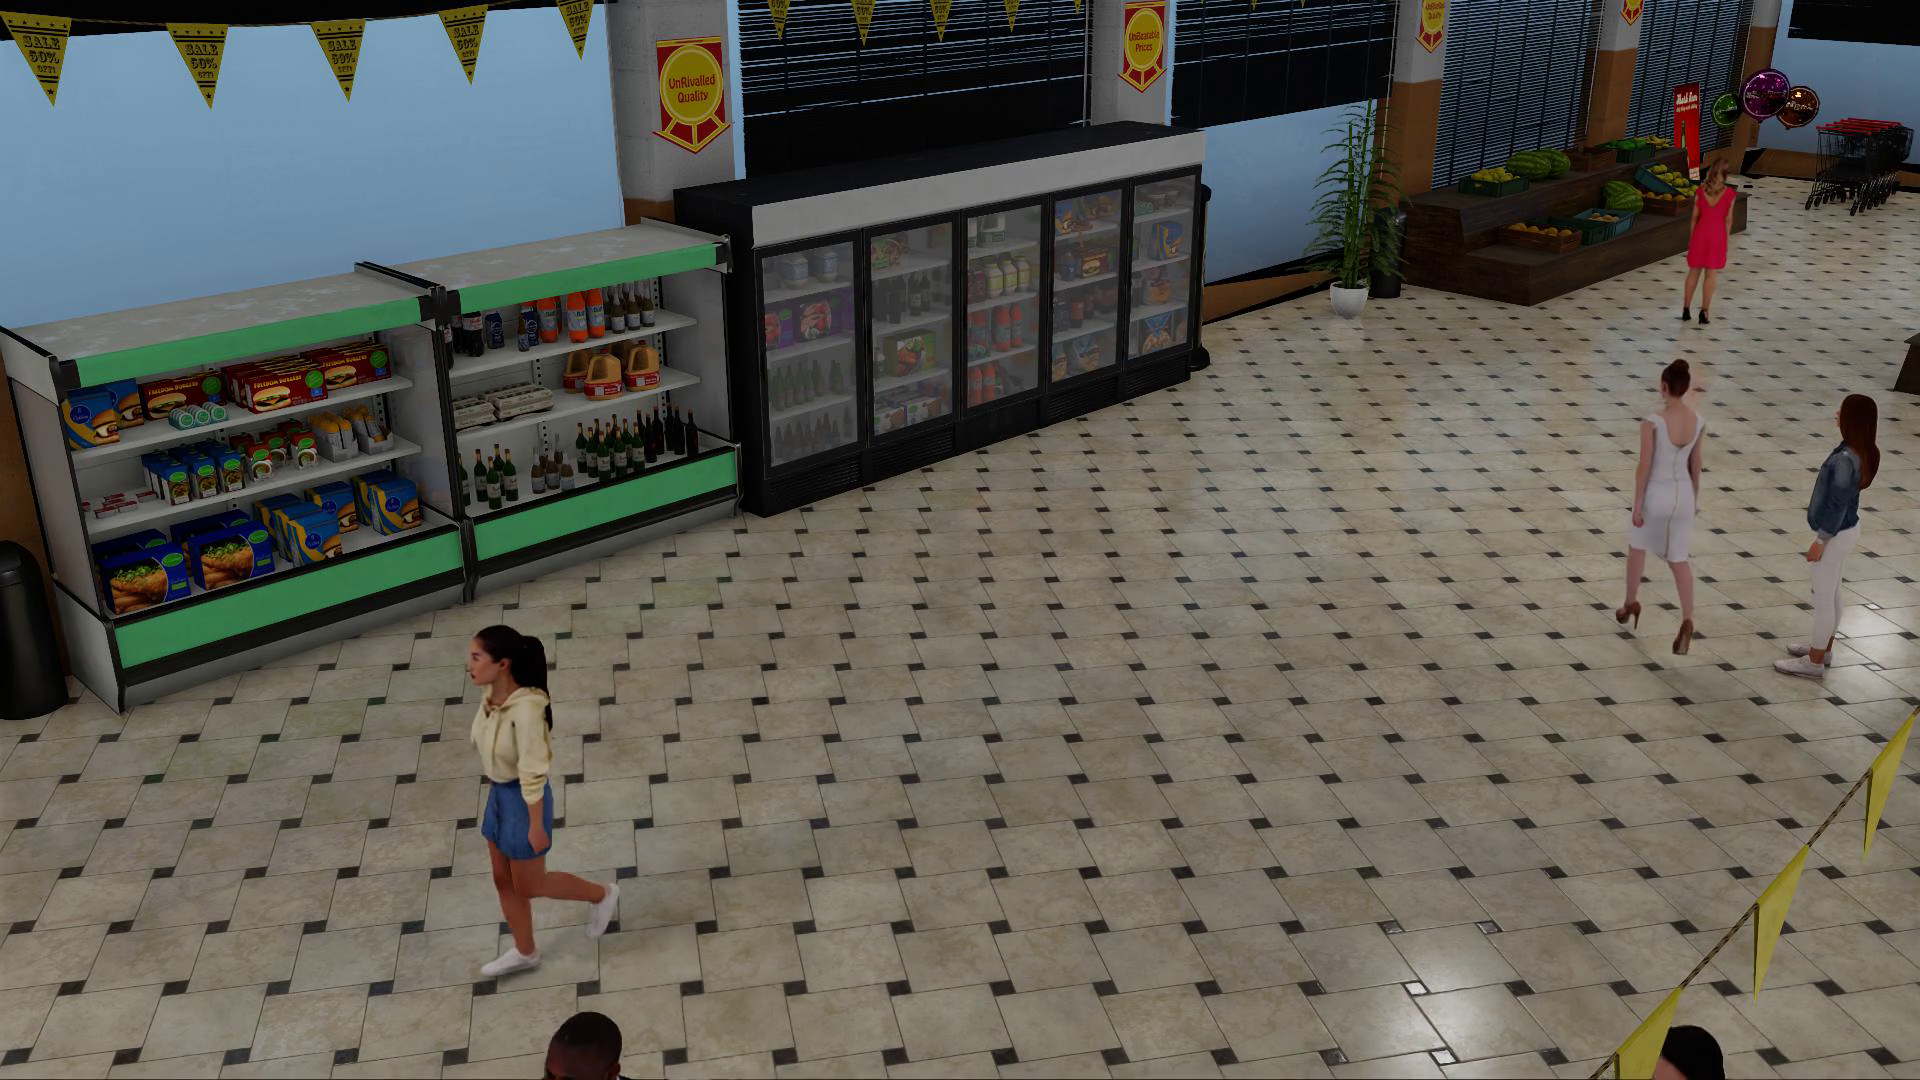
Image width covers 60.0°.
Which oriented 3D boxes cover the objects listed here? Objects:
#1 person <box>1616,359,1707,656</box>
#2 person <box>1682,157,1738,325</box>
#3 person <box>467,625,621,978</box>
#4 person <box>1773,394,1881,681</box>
[{"bbox_3d":[4.227,-0.150,9.889,1.045,1.757,1.078,-1,22,-3],"label":"person"},{"bbox_3d":[7.799,-3.120,17.322,0.568,1.727,0.537,19,28,38],"label":"person"},{"bbox_3d":[-1.774,1.097,6.974,0.900,1.618,0.723,-15,26,-32],"label":"person"},{"bbox_3d":[5.082,-0.020,9.641,0.696,1.702,0.480,17,28,36],"label":"person"}]
